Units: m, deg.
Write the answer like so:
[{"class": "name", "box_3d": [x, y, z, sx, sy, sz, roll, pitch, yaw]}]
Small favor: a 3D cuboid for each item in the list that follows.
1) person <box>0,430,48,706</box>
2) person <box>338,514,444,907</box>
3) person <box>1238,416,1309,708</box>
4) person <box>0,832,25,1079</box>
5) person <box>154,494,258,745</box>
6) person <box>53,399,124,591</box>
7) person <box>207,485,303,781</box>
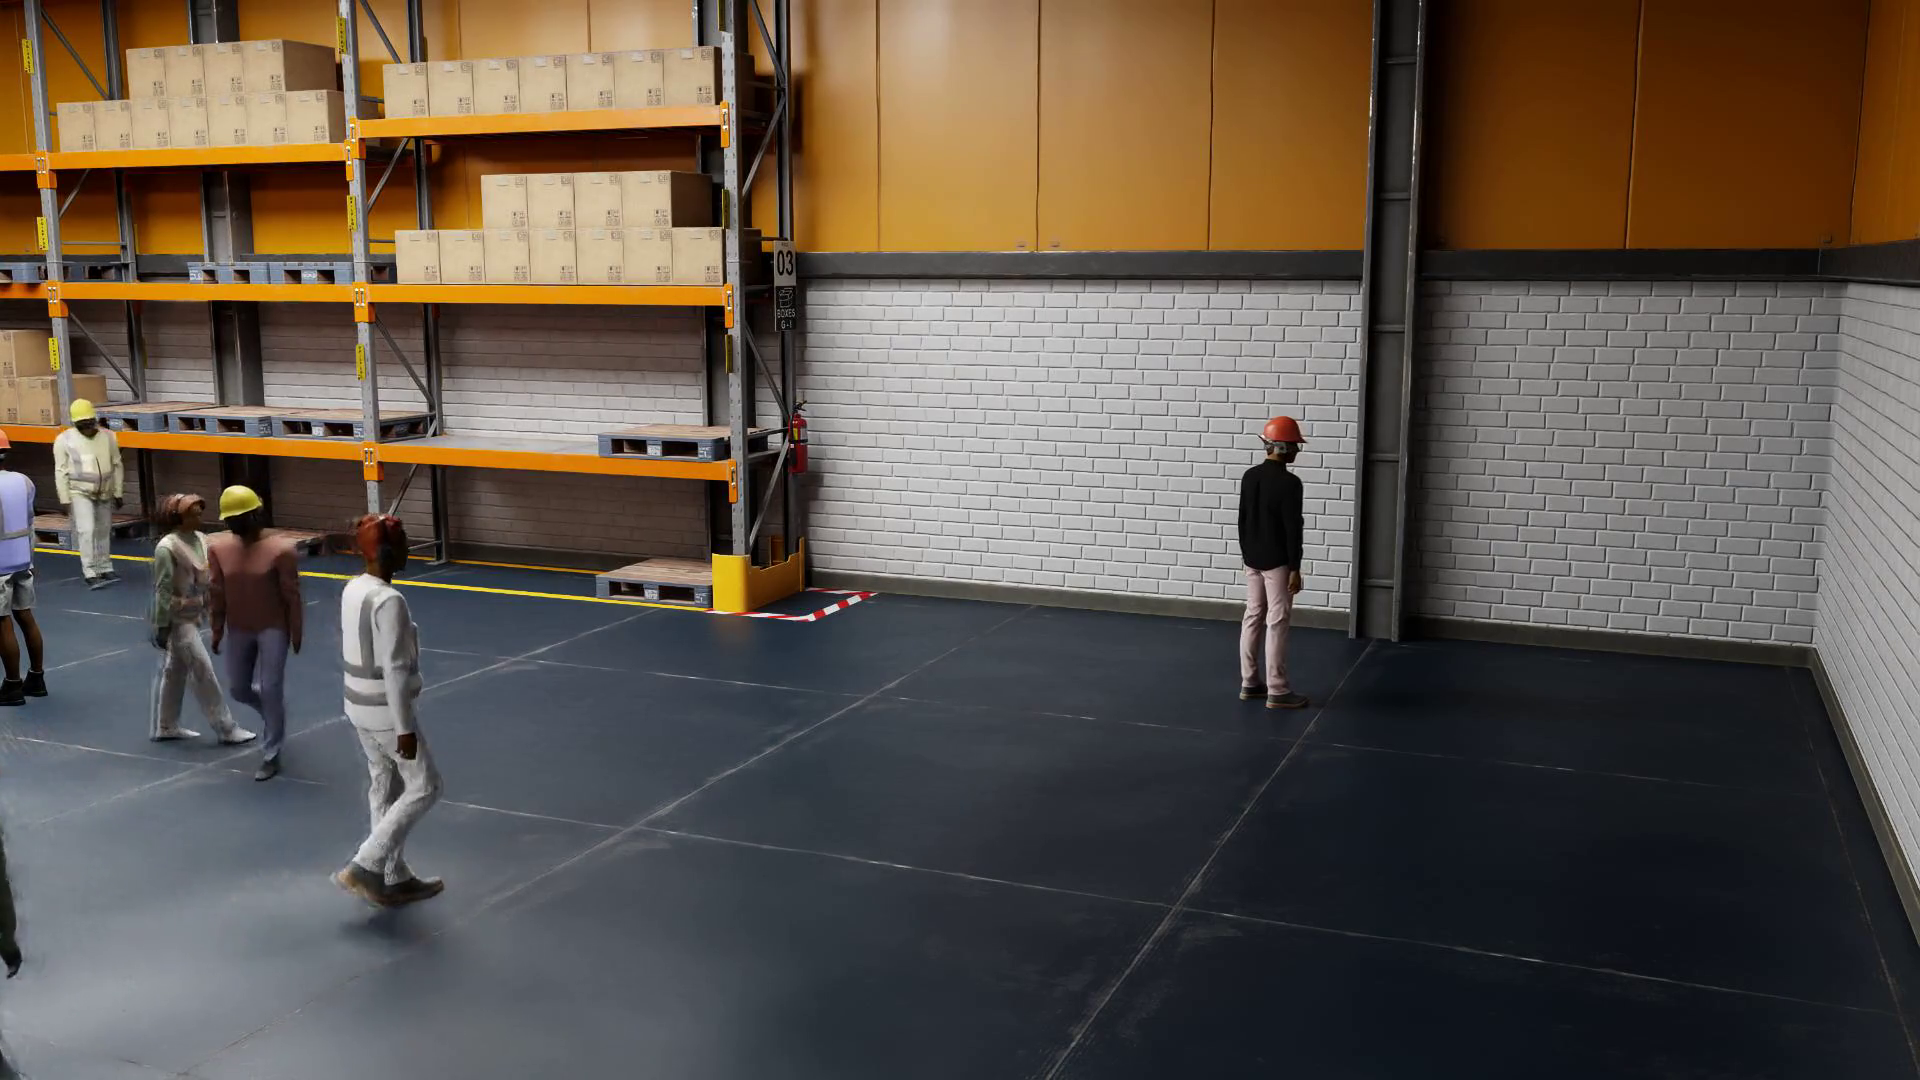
[{"class": "person", "box_3d": [-6.583, 0.173, 11.407, 0.369, 1.935, 0.552, 1, 9, 8]}, {"class": "person", "box_3d": [-2.662, 0.807, 7.751, 0.423, 1.873, 0.599, -7, 12, -38]}, {"class": "person", "box_3d": [2.149, 0.146, 11.404, 0.392, 1.991, 0.612, -5, 10, -27]}, {"class": "person", "box_3d": [-3.246, 1.351, 5.316, 0.877, 1.589, 0.511, 1, 9, 4]}, {"class": "person", "box_3d": [-4.750, 0.500, 10.424, 0.787, 1.596, 0.639, 0, 9, 1]}, {"class": "person", "box_3d": [-8.097, -0.425, 15.530, 0.684, 1.784, 0.605, 6, 11, 33]}, {"class": "person", "box_3d": [-4.150, 0.518, 9.884, 0.534, 1.740, 0.547, 0, 9, 0]}]
